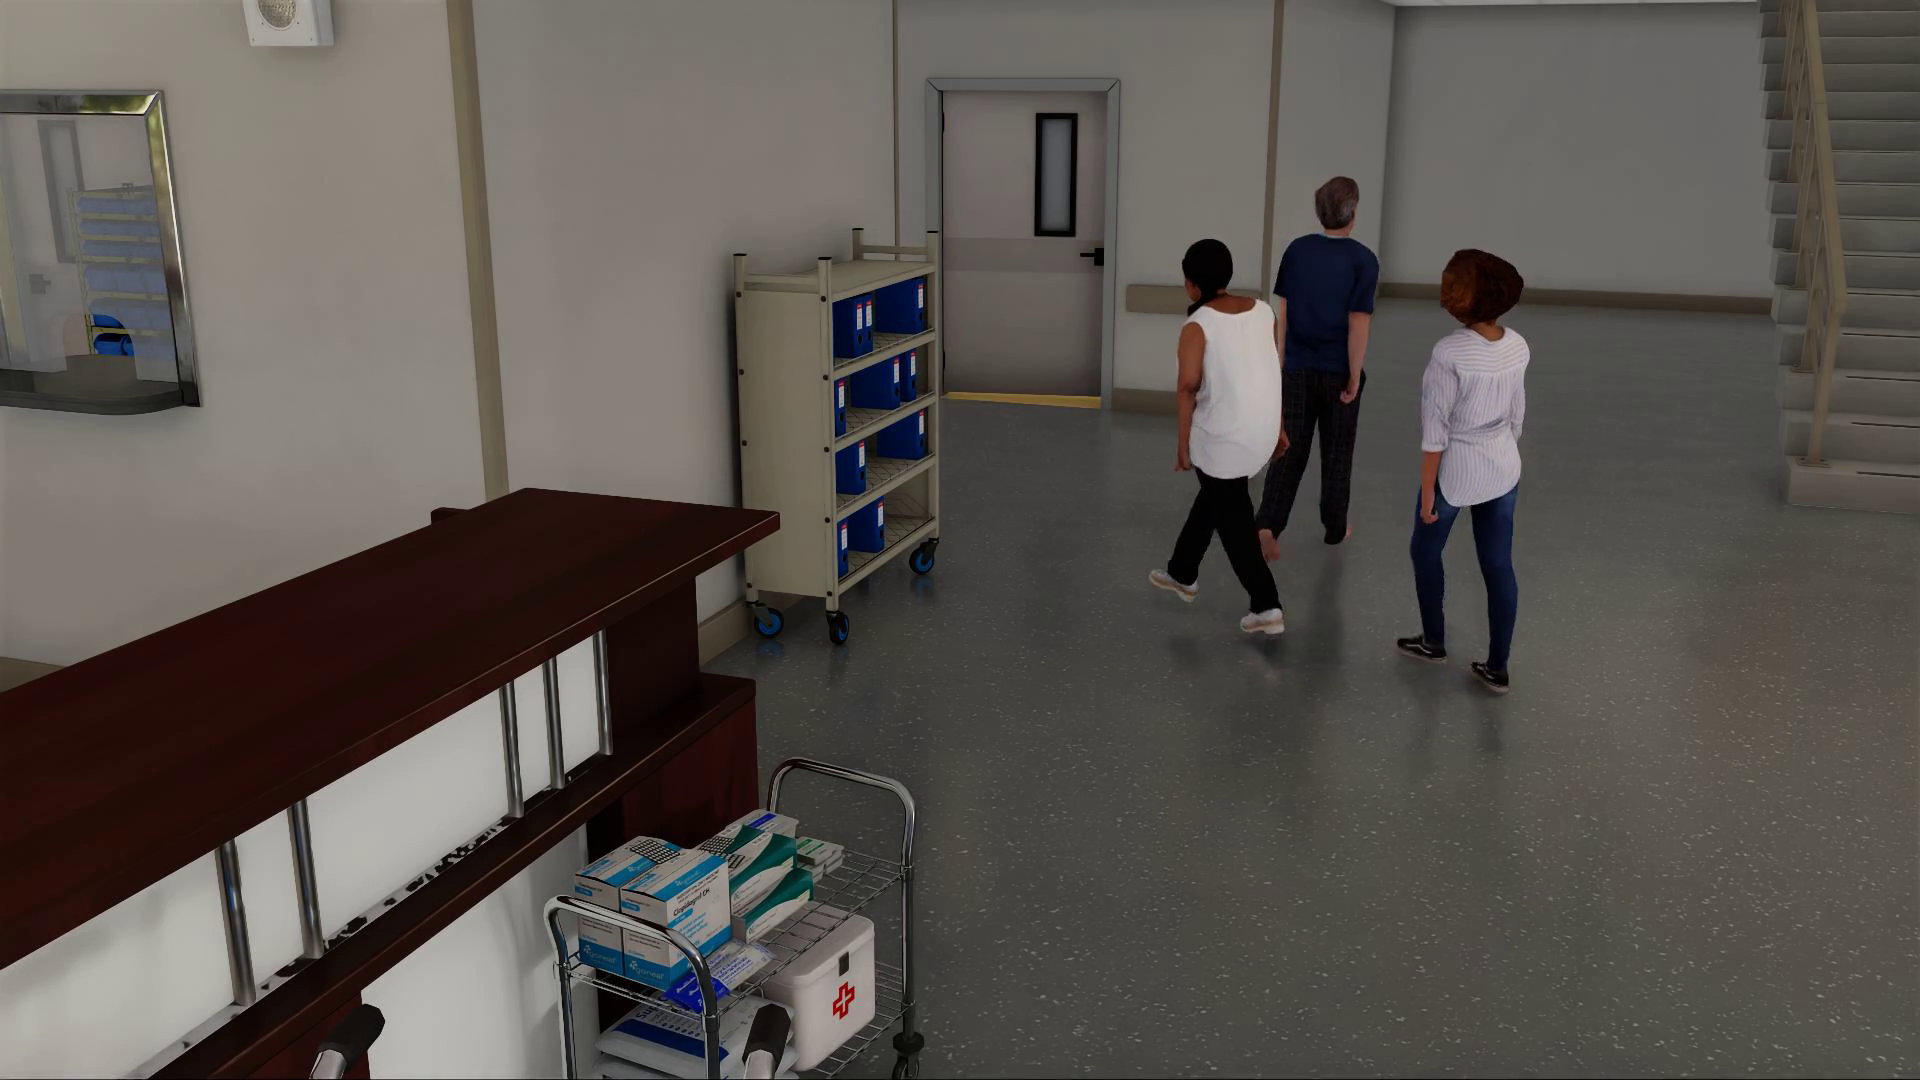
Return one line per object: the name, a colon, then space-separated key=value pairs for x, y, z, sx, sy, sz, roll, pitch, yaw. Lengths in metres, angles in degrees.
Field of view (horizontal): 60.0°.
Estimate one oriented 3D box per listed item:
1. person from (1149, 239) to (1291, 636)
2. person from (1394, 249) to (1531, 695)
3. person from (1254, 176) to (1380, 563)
person: x=1.161 y=-0.387 z=6.992 sx=1.201 sy=1.635 sz=1.138 roll=-11 pitch=19 yaw=-34
person: x=2.002 y=-0.229 z=6.349 sx=0.906 sy=1.680 sz=0.974 roll=-3 pitch=16 yaw=-12
person: x=1.701 y=-0.780 z=8.016 sx=0.739 sy=1.837 sz=1.189 roll=8 pitch=18 yaw=26
